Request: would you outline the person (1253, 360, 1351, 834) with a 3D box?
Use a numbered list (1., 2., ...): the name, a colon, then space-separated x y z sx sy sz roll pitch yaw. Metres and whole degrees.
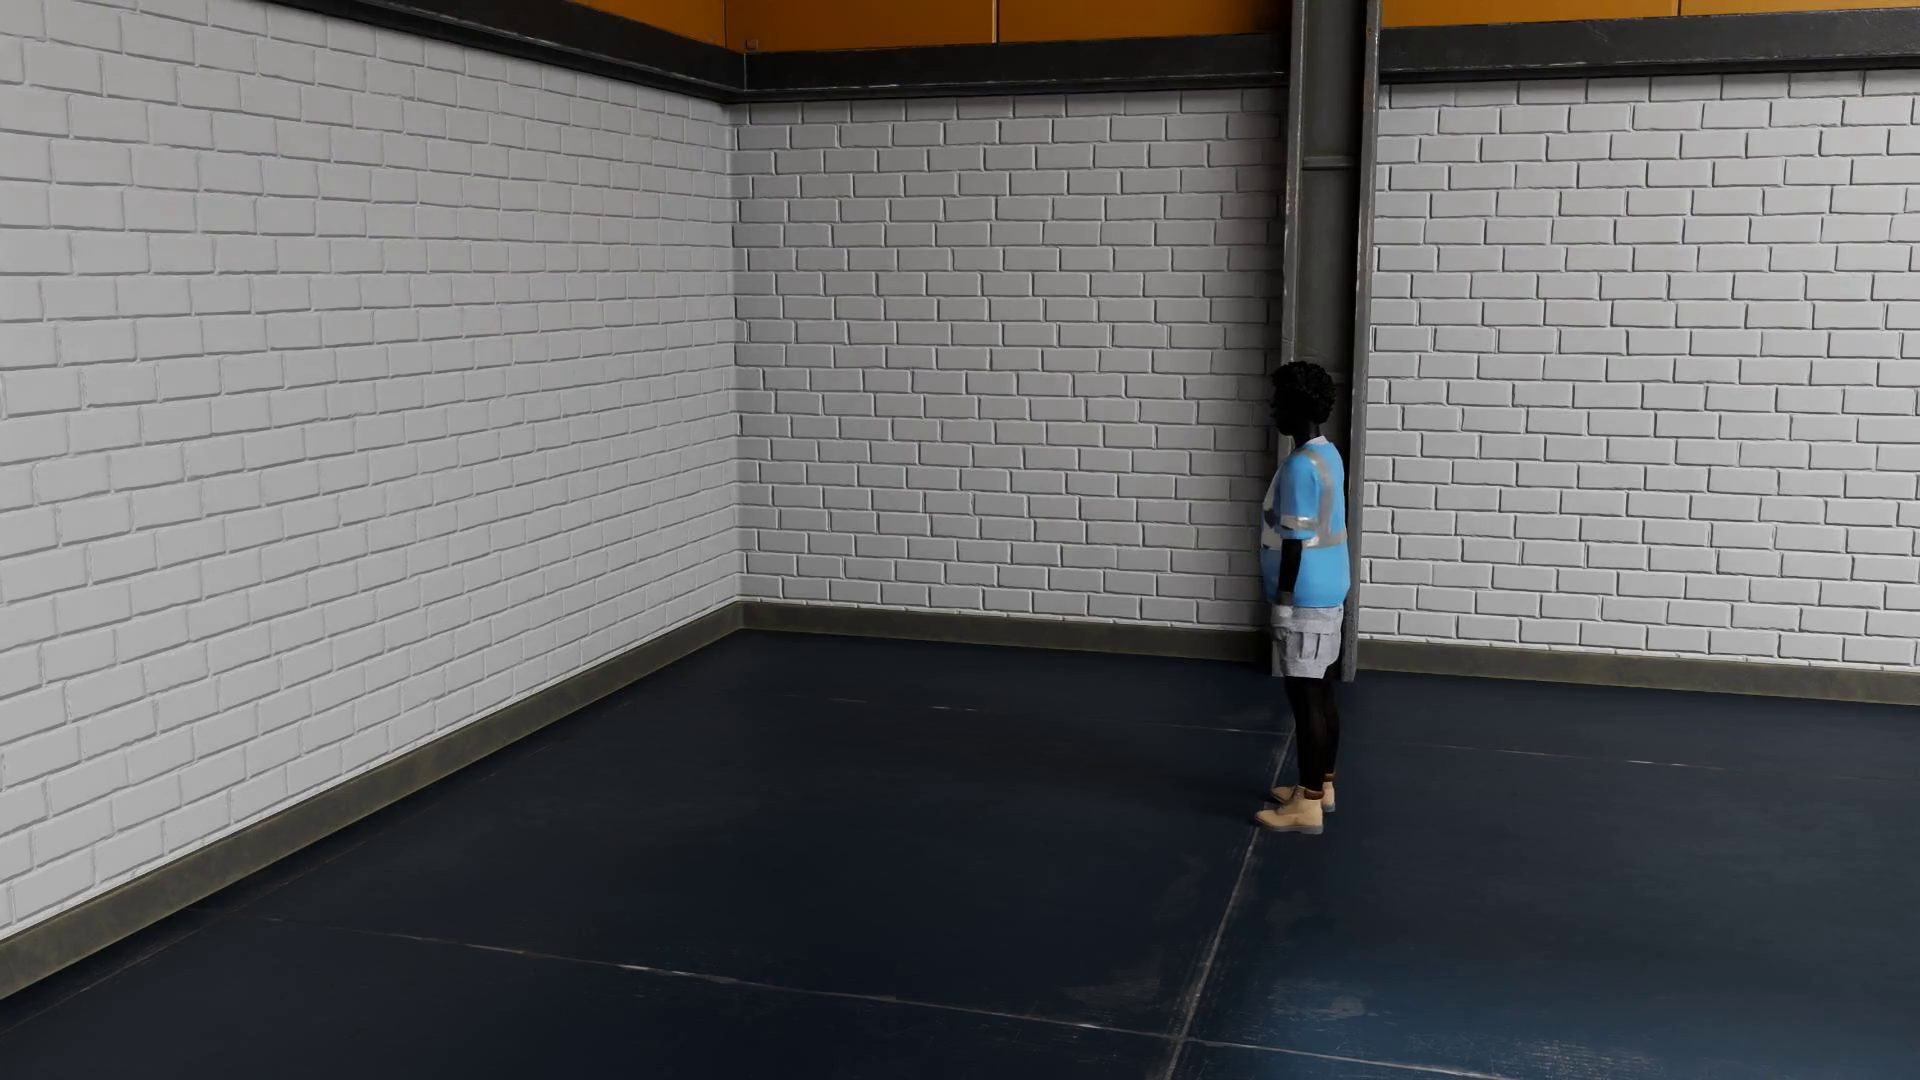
1. person: 1.242 0.202 6.013 0.318 1.691 0.530 4 10 21
